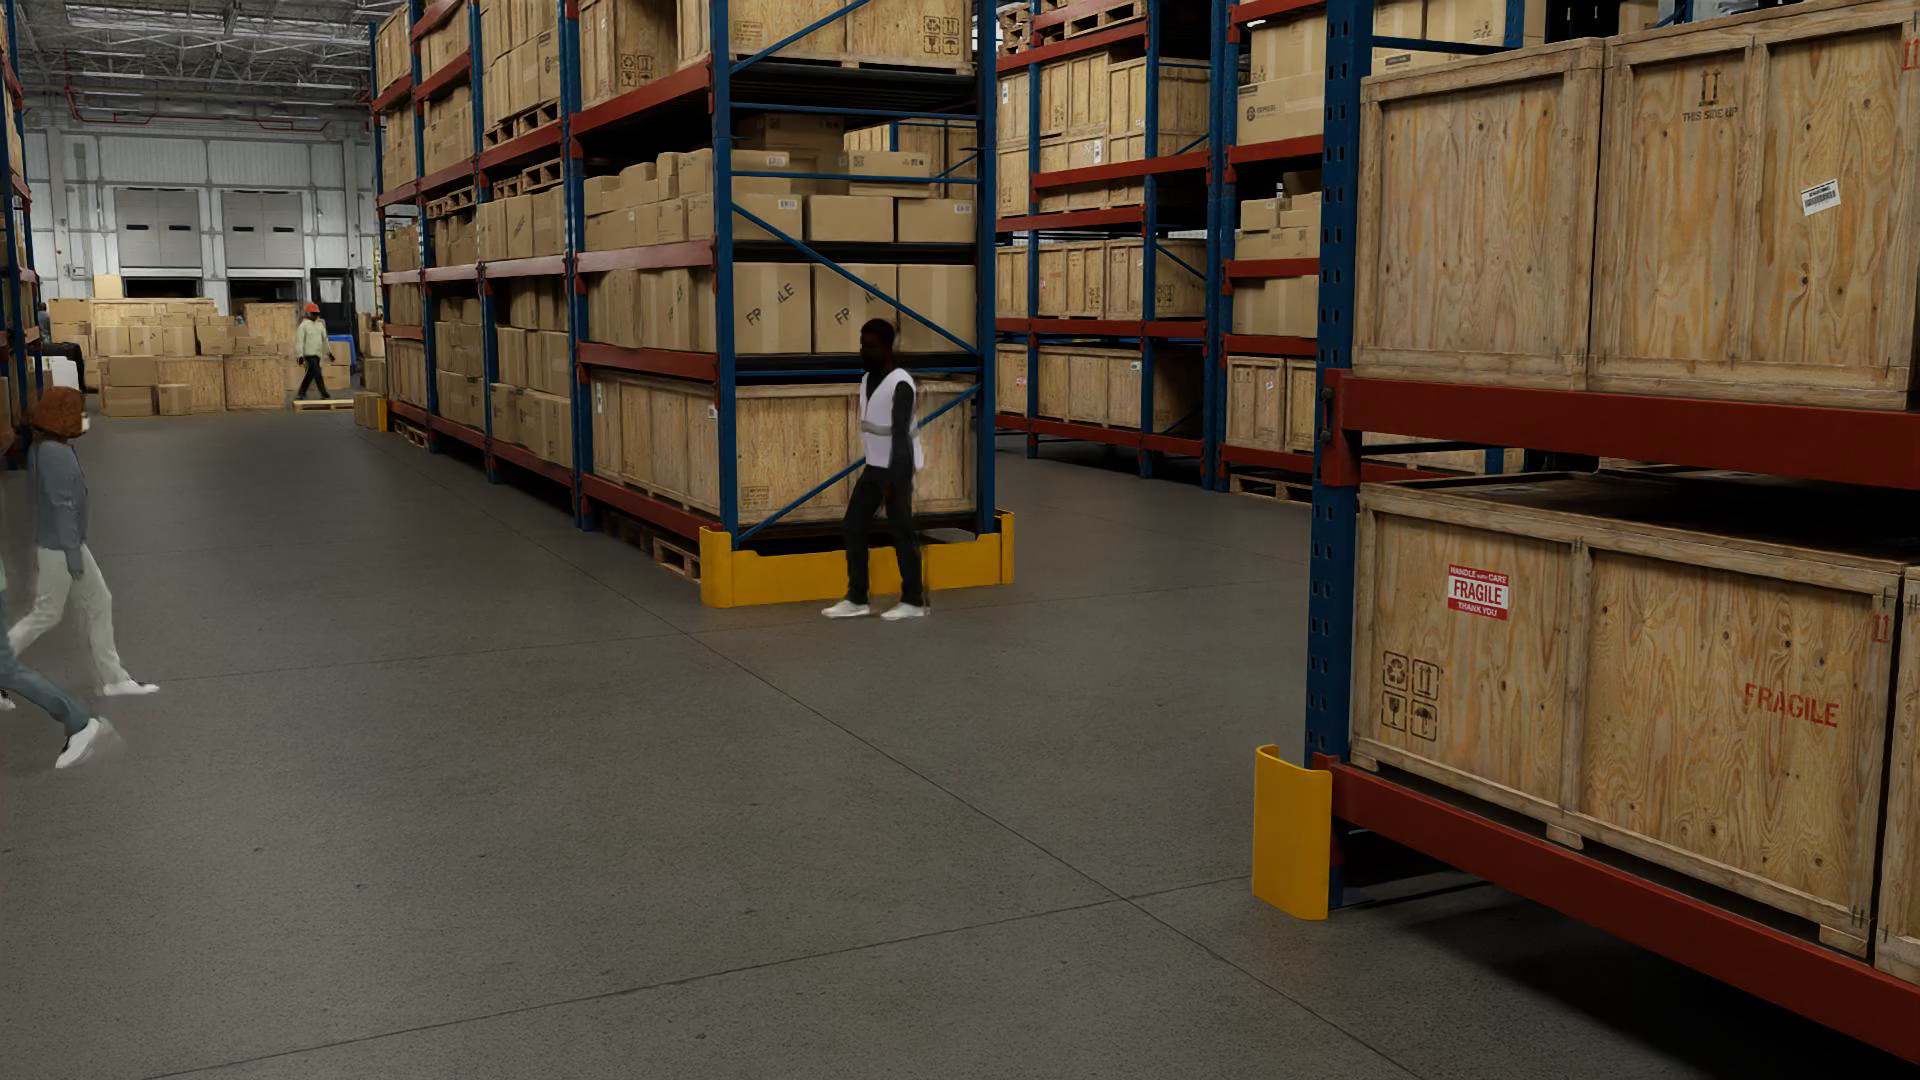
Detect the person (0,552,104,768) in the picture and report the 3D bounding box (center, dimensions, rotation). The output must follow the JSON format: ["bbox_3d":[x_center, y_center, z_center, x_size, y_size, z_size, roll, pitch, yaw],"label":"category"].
[{"bbox_3d":[-4.085,0.219,6.968,0.783,1.603,0.509,-7,11,-40],"label":"person"}]

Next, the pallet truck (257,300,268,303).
[{"bbox_3d":[-23.913,-7.404,58.171,1.885,1.965,0.823,-1,8,-9],"label":"pallet truck"}]

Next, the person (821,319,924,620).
[{"bbox_3d":[-0.554,-0.420,10.367,0.787,1.889,0.625,-5,9,-29],"label":"person"}]

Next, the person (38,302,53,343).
[{"bbox_3d":[-26.141,-5.820,47.448,0.632,1.938,0.359,1,8,6],"label":"person"}]

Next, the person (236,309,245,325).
[{"bbox_3d":[-27.159,-7.896,62.805,0.309,1.637,0.518,-4,9,-25],"label":"person"}]

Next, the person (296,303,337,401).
[{"bbox_3d":[-12.572,-3.613,32.249,1.038,1.952,0.623,3,9,17],"label":"person"}]

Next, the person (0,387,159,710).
[{"bbox_3d":[-4.506,0.038,8.231,0.806,1.599,0.510,-4,9,-25],"label":"person"}]

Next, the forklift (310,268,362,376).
[{"bbox_3d":[-16.408,-5.712,43.475,1.129,2.768,1.873,-2,8,-11],"label":"forklift"}]
